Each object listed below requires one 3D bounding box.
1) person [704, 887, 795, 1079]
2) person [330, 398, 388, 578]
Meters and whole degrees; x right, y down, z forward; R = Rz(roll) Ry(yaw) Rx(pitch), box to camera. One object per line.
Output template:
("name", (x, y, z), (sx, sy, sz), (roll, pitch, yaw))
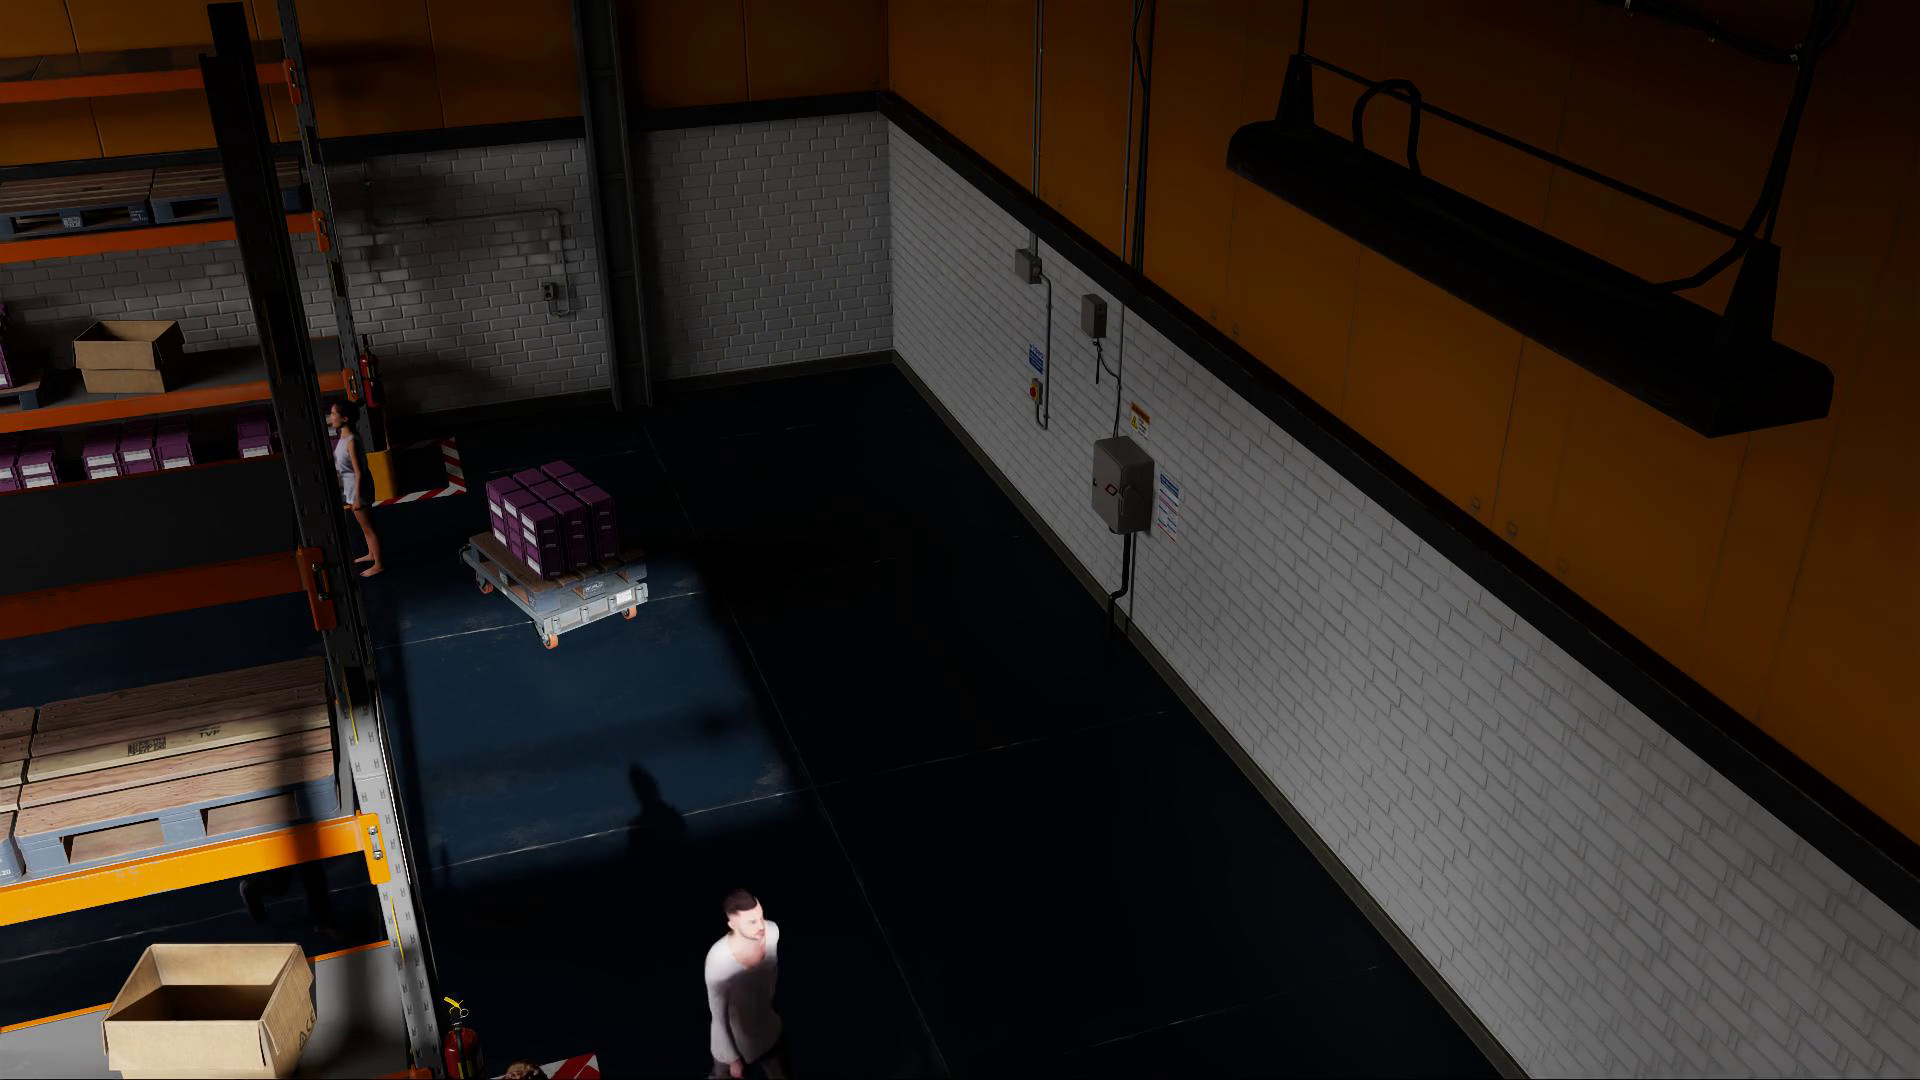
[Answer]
("person", (-1.185, 2.512, 8.661), (1.089, 1.789, 1.169), (23, 36, 36))
("person", (-5.173, -0.467, 14.314), (0.583, 1.605, 0.588), (-14, 32, -24))
